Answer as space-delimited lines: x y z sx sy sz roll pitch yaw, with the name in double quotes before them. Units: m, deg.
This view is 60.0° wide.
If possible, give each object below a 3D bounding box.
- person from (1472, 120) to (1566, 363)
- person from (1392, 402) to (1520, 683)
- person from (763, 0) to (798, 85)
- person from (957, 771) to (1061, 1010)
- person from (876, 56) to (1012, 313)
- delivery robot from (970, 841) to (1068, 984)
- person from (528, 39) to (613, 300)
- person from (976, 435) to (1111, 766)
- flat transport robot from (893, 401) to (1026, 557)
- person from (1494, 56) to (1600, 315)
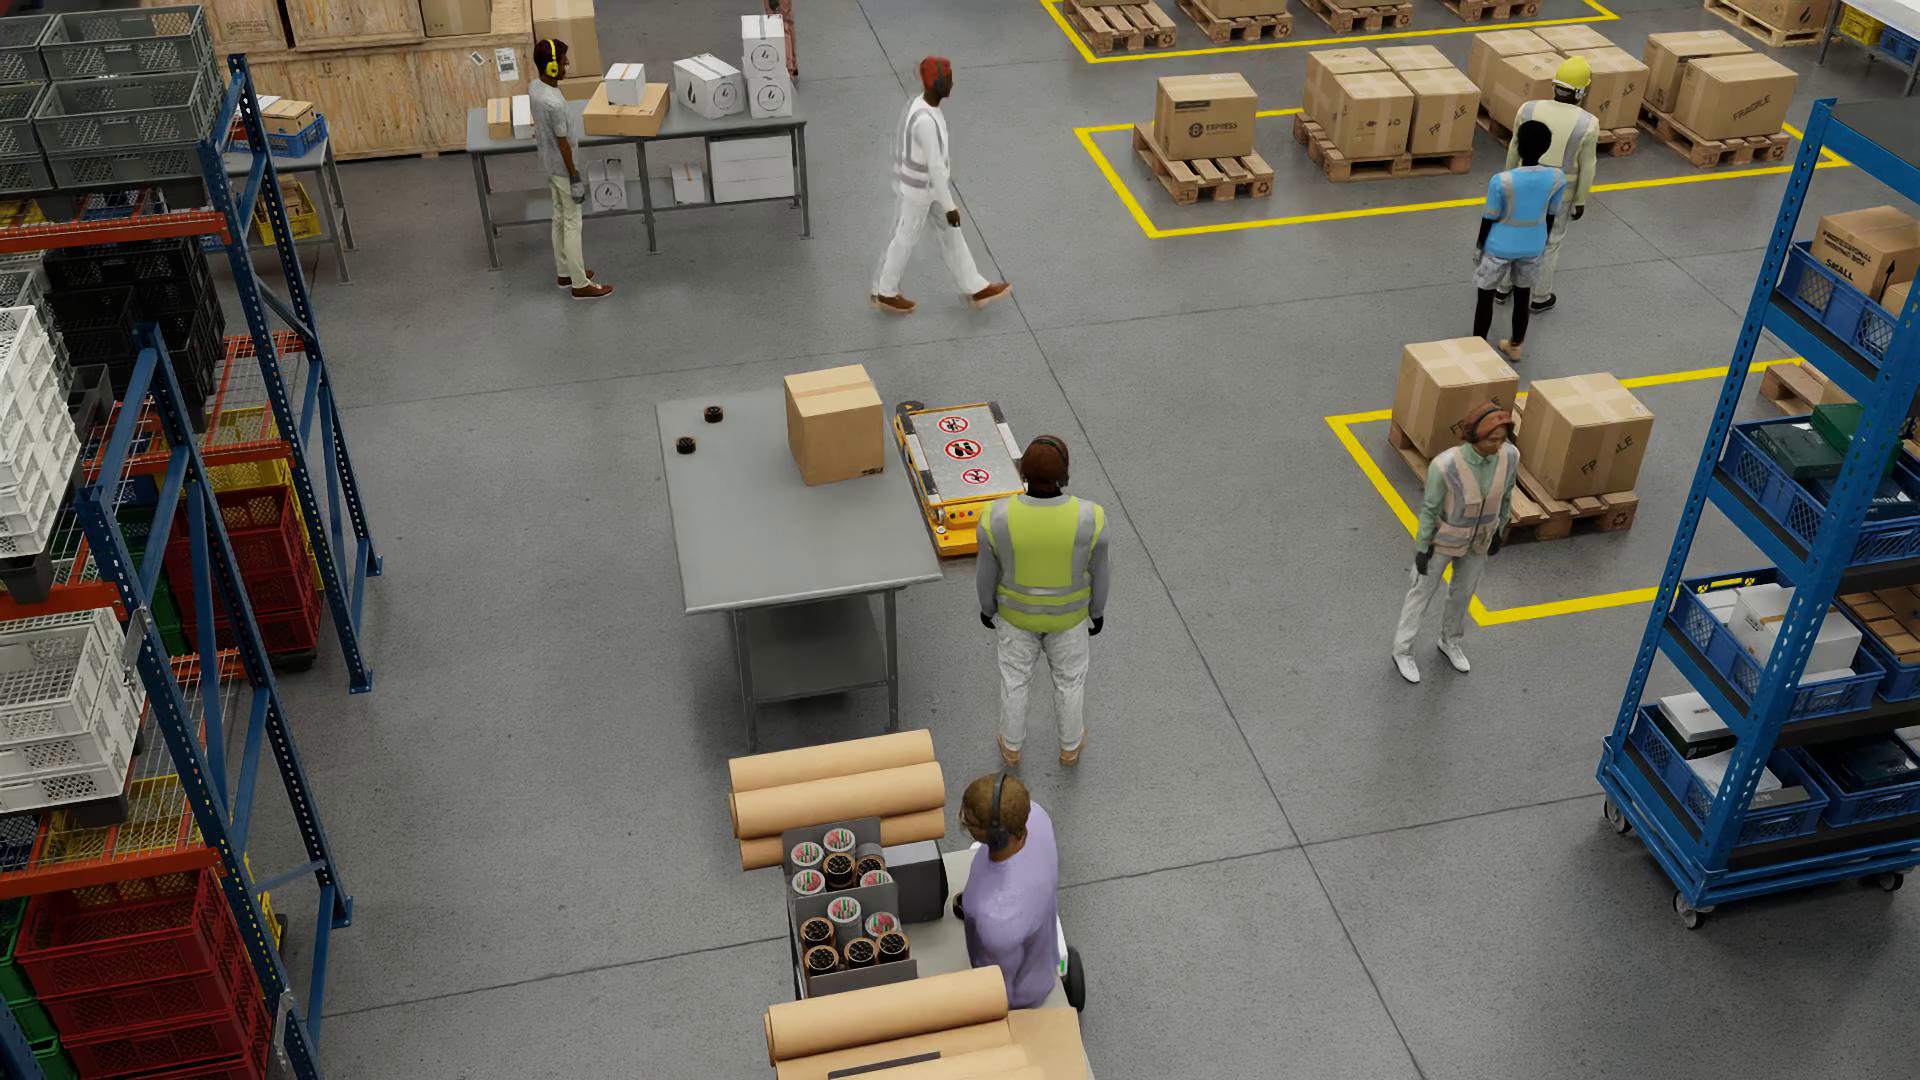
"person" 3.640 -1.933 10.949 0.537 1.691 0.320 -5 37 -7
"person" 2.513 0.010 8.388 0.521 1.633 0.315 -10 38 -14
"person" -1.677 -5.025 14.937 0.401 1.900 0.647 1 37 1
"person" 0.172 1.572 6.044 0.372 1.930 0.628 7 37 10
"person" -0.149 -2.404 11.464 1.004 1.822 0.624 5 37 6
"delivery robot" 0.234 1.591 7.081 0.477 0.478 0.707 -5 37 -6
"person" -2.781 -2.600 11.702 0.329 1.865 0.514 -22 42 -26
"person" 0.387 0.312 7.810 0.620 1.838 0.430 2 37 3
"flat transport robot" 0.046 -0.430 10.108 0.652 0.197 1.431 -8 37 -10
"person" 4.070 -2.452 11.526 0.600 1.831 0.404 24 43 29
